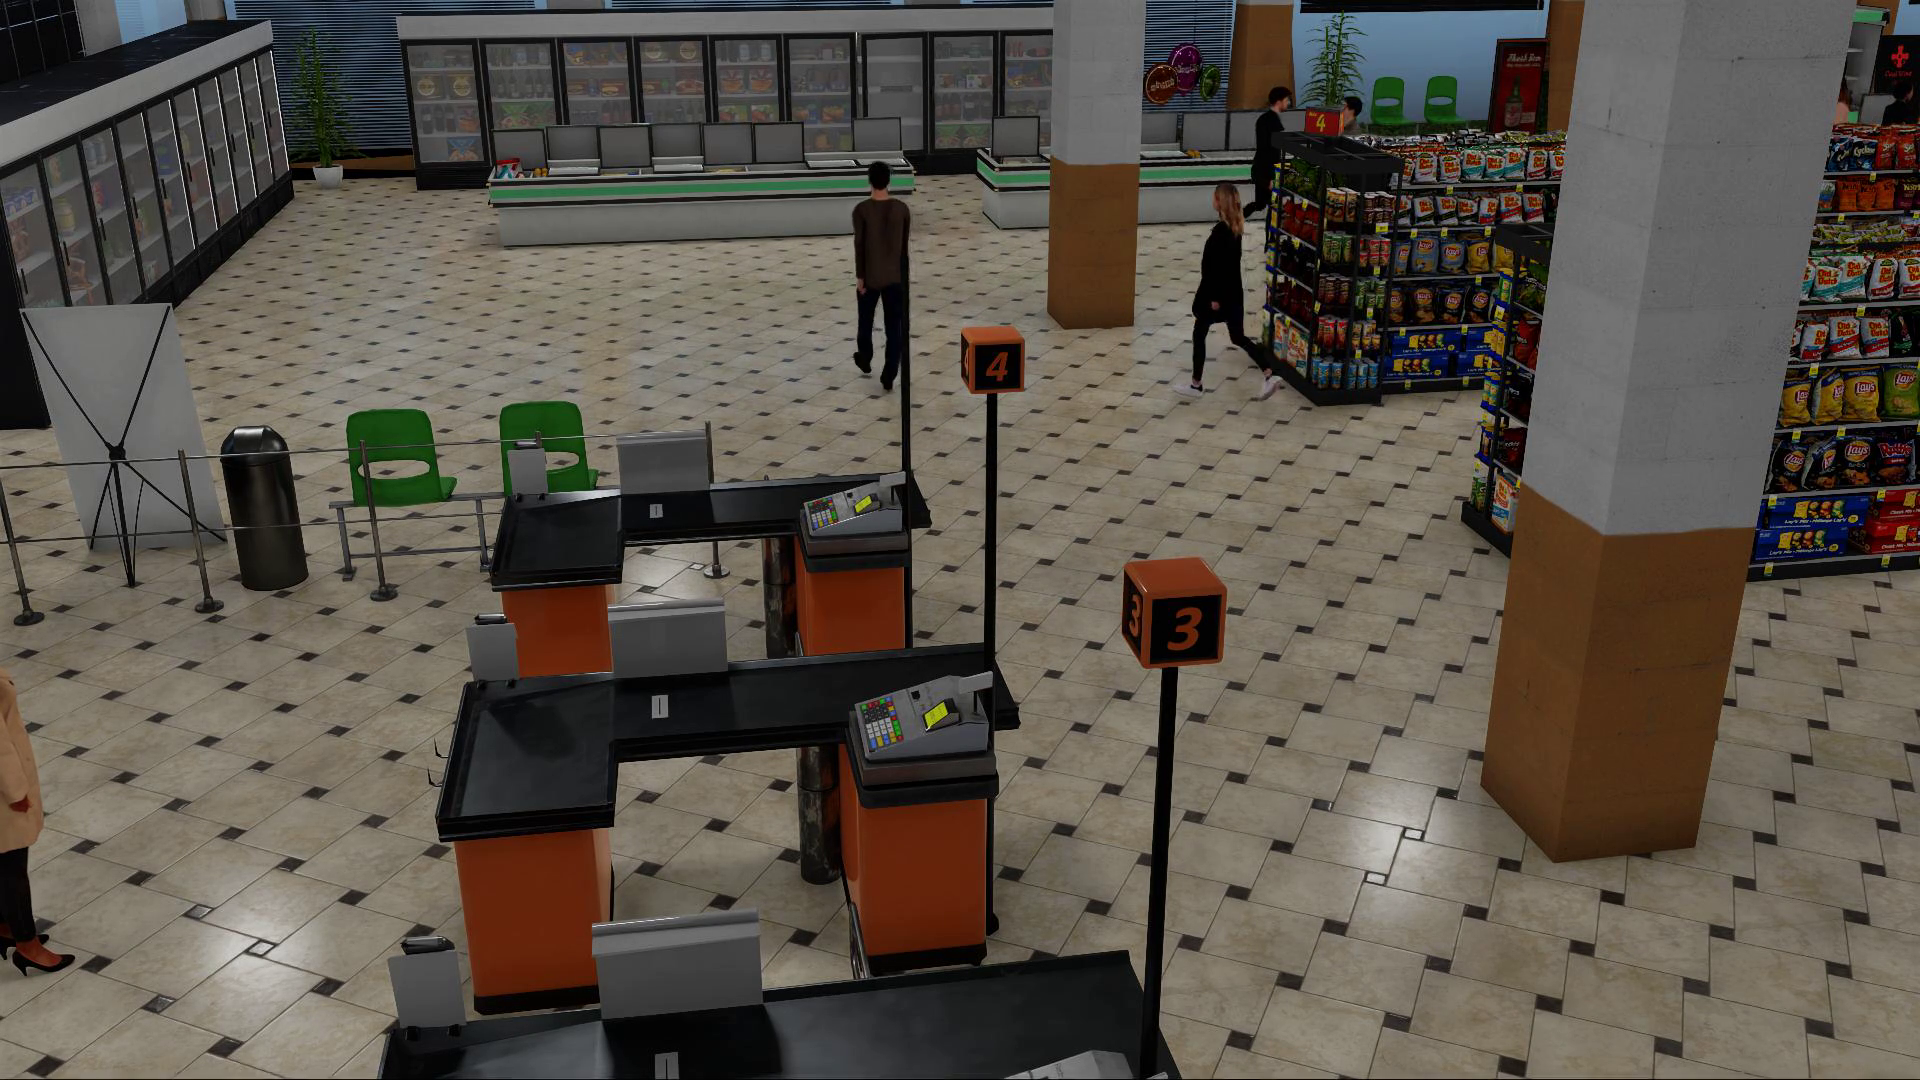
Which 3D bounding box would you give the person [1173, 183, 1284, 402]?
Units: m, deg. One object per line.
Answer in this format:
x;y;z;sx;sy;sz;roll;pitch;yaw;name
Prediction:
2.206;-1.939;13.387;1.173;1.770;1.141;16;27;35;person

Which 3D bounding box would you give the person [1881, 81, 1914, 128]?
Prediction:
10.944;-4.457;19.566;0.530;1.834;0.603;-6;23;-13;person

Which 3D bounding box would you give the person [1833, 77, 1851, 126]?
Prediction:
10.840;-4.785;20.502;1.233;1.747;0.921;5;22;11;person

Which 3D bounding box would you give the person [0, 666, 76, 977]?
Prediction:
-3.745;0.914;6.403;0.717;1.682;0.739;19;29;39;person

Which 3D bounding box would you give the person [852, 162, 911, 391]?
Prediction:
-0.630;-2.152;13.810;1.008;1.851;0.805;-7;23;-16;person

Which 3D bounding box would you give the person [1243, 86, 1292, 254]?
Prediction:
3.379;-4.141;18.746;1.049;1.859;0.705;-5;22;-12;person

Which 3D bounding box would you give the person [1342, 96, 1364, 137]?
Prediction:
4.286;-3.834;18.027;1.149;1.826;0.845;0;22;-1;person
